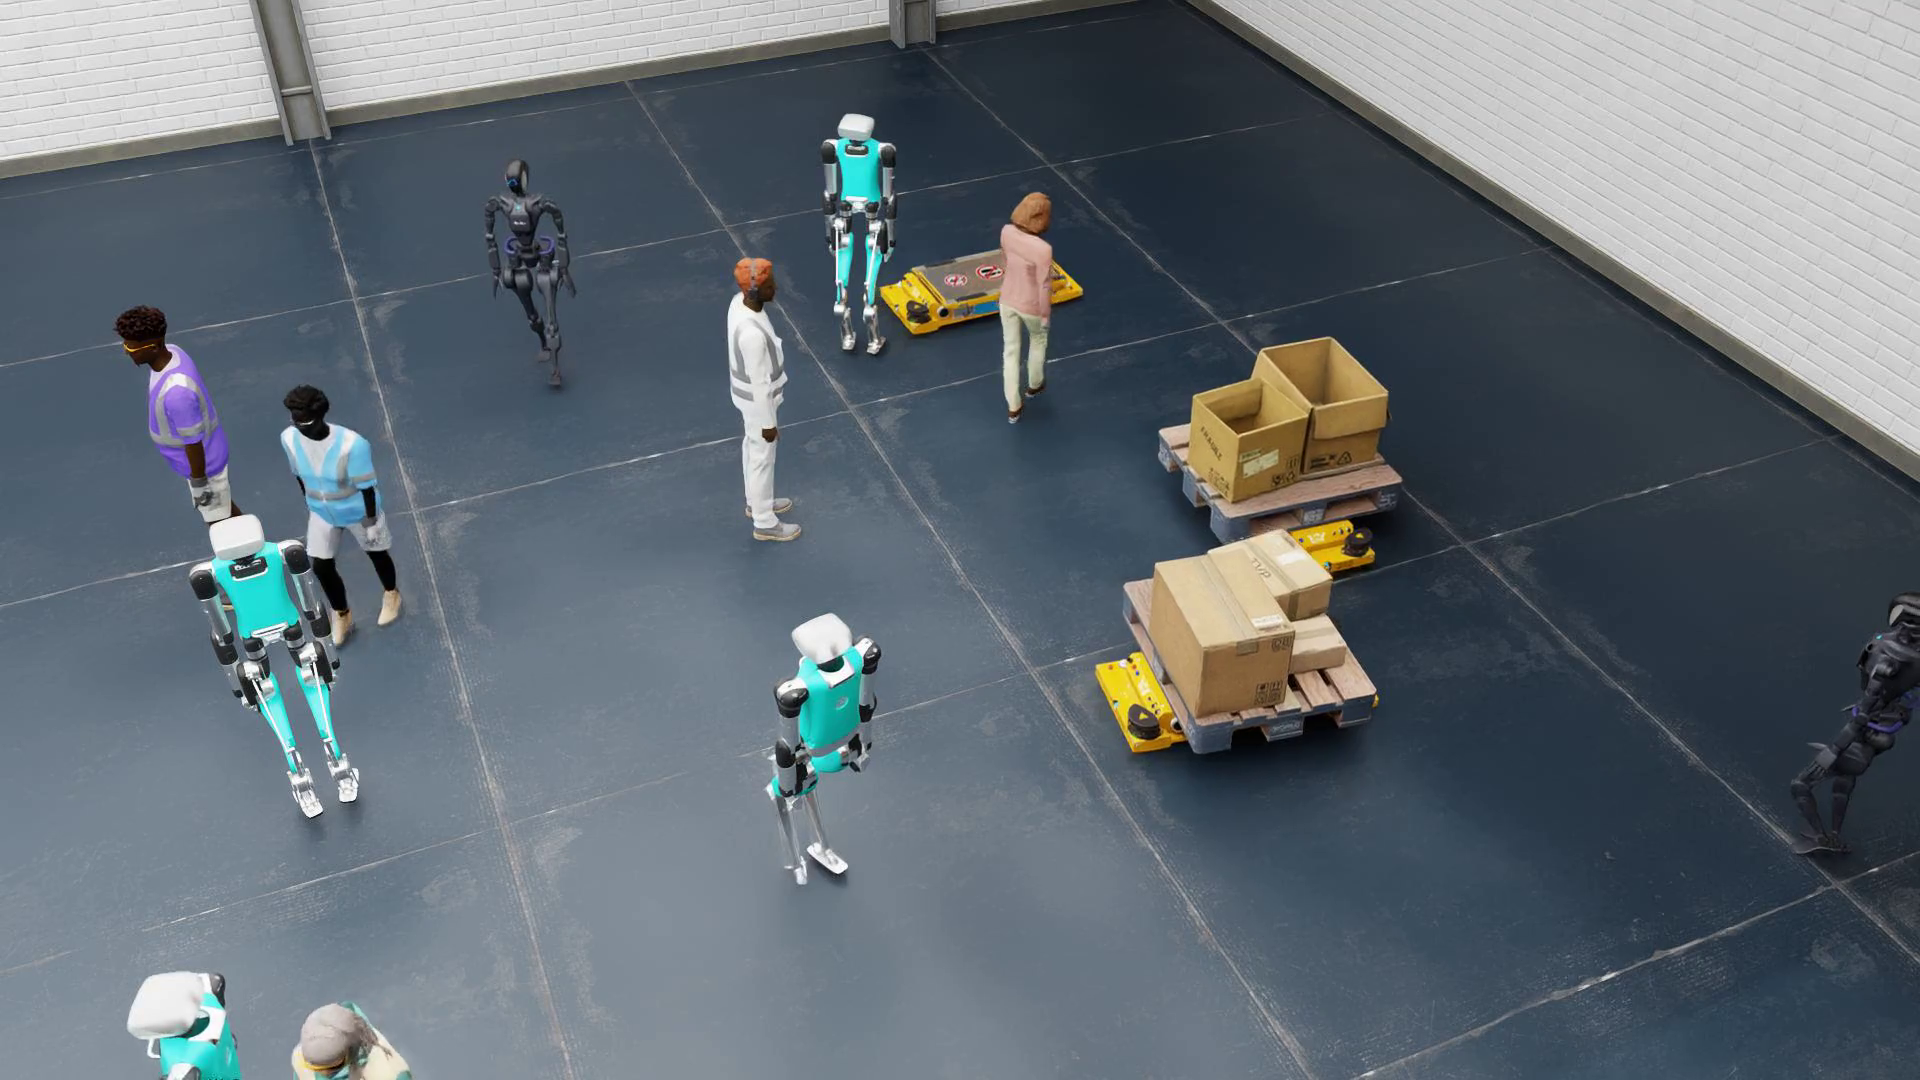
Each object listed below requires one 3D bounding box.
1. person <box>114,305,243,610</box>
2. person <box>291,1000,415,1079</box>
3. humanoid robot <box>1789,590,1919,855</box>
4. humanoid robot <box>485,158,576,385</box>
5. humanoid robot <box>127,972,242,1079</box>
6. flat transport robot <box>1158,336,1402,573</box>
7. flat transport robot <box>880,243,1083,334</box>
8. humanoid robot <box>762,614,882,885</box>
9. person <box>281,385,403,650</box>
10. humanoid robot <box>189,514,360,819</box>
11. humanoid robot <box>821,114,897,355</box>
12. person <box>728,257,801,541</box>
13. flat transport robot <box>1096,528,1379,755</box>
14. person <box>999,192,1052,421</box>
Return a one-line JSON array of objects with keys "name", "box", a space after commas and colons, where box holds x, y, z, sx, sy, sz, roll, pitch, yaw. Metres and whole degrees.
[{"name": "person", "box": [-4.375, -0.479, 9.517, 0.369, 1.959, 0.603, -17, 41, -20]}, {"name": "person", "box": [-2.164, 2.252, 6.167, 0.542, 1.695, 0.433, 12, 39, 15]}, {"name": "humanoid robot", "box": [4.315, 0.889, 7.955, 0.354, 1.648, 0.595, 29, 46, 32]}, {"name": "humanoid robot", "box": [-2.994, -1.868, 11.567, 0.590, 1.631, 0.733, -1, 38, -2]}, {"name": "humanoid robot", "box": [-2.889, 2.249, 6.120, 0.700, 1.755, 0.530, -5, 38, -7]}, {"name": "flat transport robot", "box": [2.012, -0.269, 10.623, 0.659, 0.231, 1.431, -12, 39, -15]}, {"name": "flat transport robot", "box": [0.167, -1.948, 12.809, 1.431, 0.231, 0.659, -15, 40, -19]}, {"name": "humanoid robot", "box": [-0.734, 0.963, 7.806, 0.539, 1.766, 0.755, -28, 45, -31]}, {"name": "person", "box": [-3.463, -0.112, 9.266, 0.543, 1.675, 0.652, 5, 38, 6]}, {"name": "humanoid robot", "box": [-3.240, 0.717, 8.022, 0.533, 1.681, 0.735, -17, 41, -20]}, {"name": "humanoid robot", "box": [-0.733, -2.071, 11.696, 0.530, 1.718, 0.710, 5, 38, 7]}, {"name": "person", "box": [-1.208, -0.852, 10.057, 0.338, 1.882, 0.582, -9, 38, -11]}, {"name": "flat transport robot", "box": [1.537, 0.782, 9.256, 1.431, 0.231, 0.659, -9, 38, -11]}, {"name": "person", "box": [0.464, -1.613, 11.272, 0.485, 1.595, 0.646, 21, 42, 25]}]
